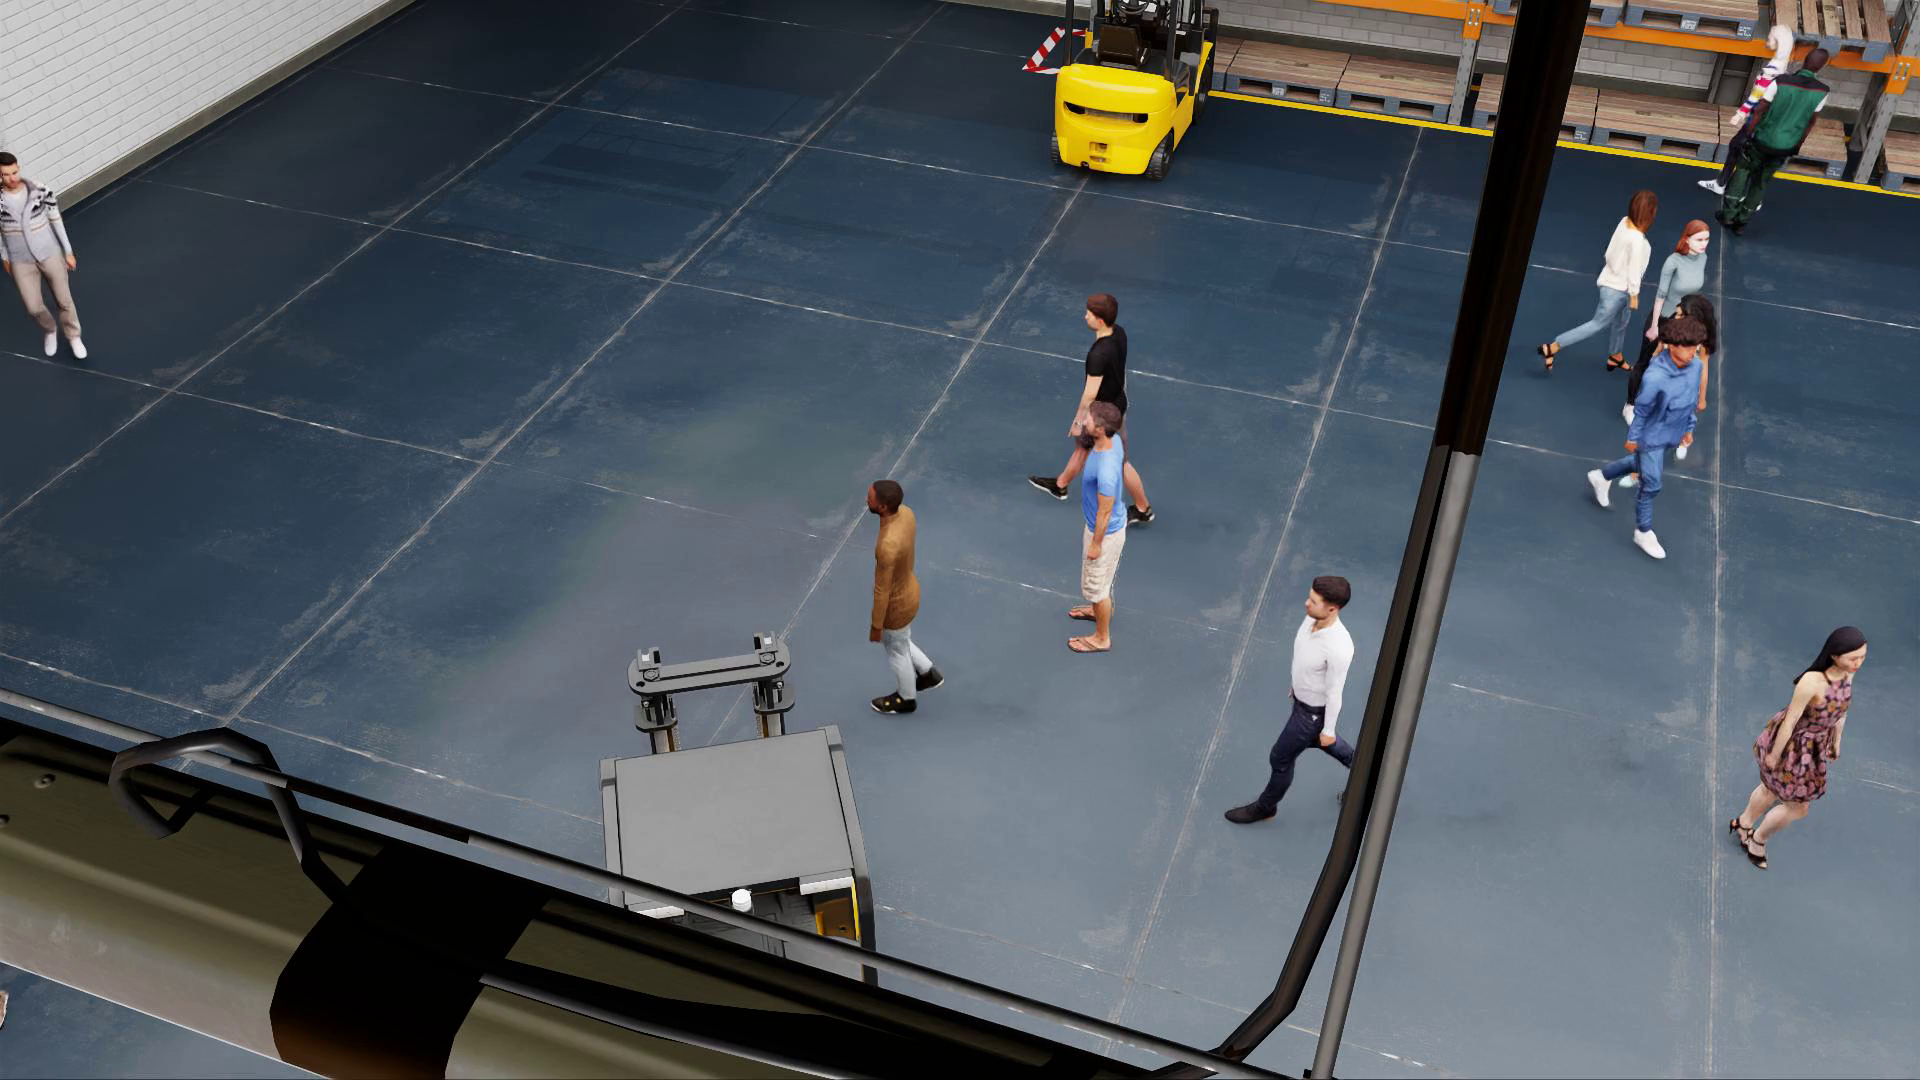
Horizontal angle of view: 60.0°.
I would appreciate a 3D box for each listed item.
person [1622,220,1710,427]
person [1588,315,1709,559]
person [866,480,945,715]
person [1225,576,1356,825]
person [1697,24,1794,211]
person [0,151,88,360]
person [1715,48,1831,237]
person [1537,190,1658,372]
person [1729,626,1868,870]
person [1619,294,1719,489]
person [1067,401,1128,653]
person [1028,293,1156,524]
[{"bbox_3d":[5.485,-1.689,12.890,0.666,1.743,0.728,-16,41,-19],"label":"person"},{"bbox_3d":[4.885,-0.821,11.771,1.112,1.784,1.213,-20,43,-23],"label":"person"},{"bbox_3d":[-0.302,0.385,10.243,0.788,1.805,0.741,3,39,3],"label":"person"},{"bbox_3d":[2.119,0.930,9.530,1.271,1.844,0.975,-3,39,-3],"label":"person"},{"bbox_3d":[7.654,-3.953,15.694,0.919,1.782,0.746,20,43,24],"label":"person"},{"bbox_3d":[-7.615,-2.382,13.672,0.819,1.850,0.861,-19,42,-22],"label":"person"},{"bbox_3d":[7.490,-3.591,15.223,0.731,1.805,0.875,0,39,0],"label":"person"},{"bbox_3d":[5.184,-2.034,13.404,1.129,1.641,0.787,5,39,6],"label":"person"},{"bbox_3d":[4.642,1.118,9.359,0.805,1.763,0.870,-24,44,-27],"label":"person"},{"bbox_3d":[5.361,-1.120,12.312,1.075,1.575,1.065,-25,45,-28],"label":"person"},{"bbox_3d":[0.940,-0.105,10.809,0.650,1.865,0.688,4,39,5],"label":"person"},{"bbox_3d":[1.122,-0.886,11.831,1.218,1.810,0.695,11,40,13],"label":"person"}]
